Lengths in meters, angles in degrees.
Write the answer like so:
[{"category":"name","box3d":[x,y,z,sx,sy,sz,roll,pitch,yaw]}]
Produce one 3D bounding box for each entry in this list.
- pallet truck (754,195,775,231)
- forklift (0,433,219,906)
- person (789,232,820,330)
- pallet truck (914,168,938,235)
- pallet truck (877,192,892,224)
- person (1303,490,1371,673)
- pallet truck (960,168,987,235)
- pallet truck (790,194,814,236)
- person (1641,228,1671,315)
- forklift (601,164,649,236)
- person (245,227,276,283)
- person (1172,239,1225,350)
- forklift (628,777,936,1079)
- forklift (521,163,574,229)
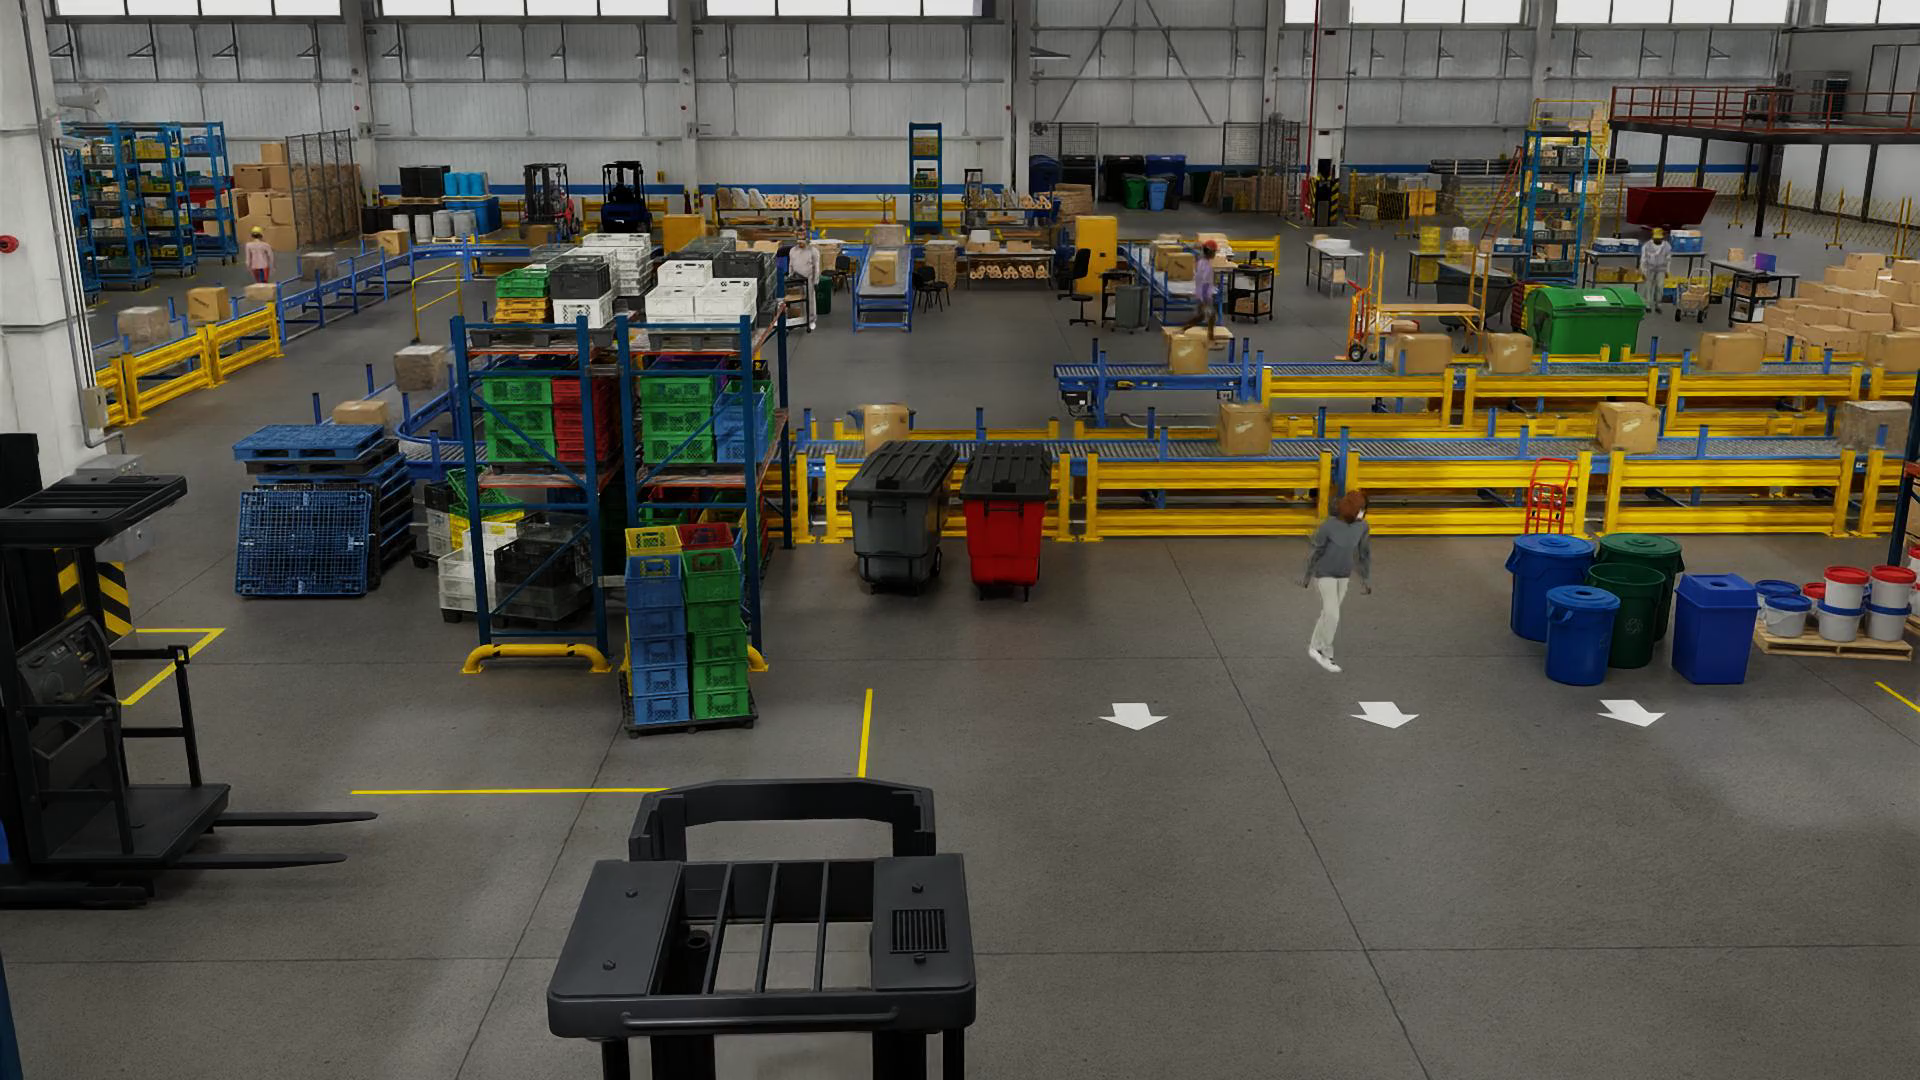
[{"category":"pallet truck","box3d":[-6.051,-9.967,50.660,0.680,1.201,1.601,0,16,-1]},{"category":"forklift","box3d":[-5.952,0.780,10.366,1.873,2.768,1.129,0,16,-1]},{"category":"person","box3d":[-3.035,-5.036,32.340,0.646,1.900,0.397,6,17,19]},{"category":"pallet truck","box3d":[-0.989,-10.316,50.507,0.823,1.965,1.885,1,16,3]},{"category":"pallet truck","box3d":[-2.277,-9.986,50.594,0.653,1.274,1.630,0,16,-1]},{"category":"person","box3d":[3.222,0.328,14.206,0.520,1.587,0.601,-7,18,-24]},{"category":"pallet truck","box3d":[0.383,-10.230,50.206,0.823,1.965,1.885,-1,16,-3]},{"category":"pallet truck","box3d":[-4.814,-9.883,50.259,0.704,1.261,1.522,-1,16,-3]},{"category":"person","box3d":[14.310,-5.531,34.247,0.585,1.786,0.710,5,17,15]},{"category":"forklift","box3d":[-9.948,-10.127,49.296,1.157,1.987,2.680,-1,16,-3]},{"category":"person","box3d":[-14.756,-5.735,35.086,0.537,1.725,0.920,-1,16,-3]},{"category":"person","box3d":[4.333,-4.422,30.016,0.866,2.006,0.615,-1,16,-3]},{"category":"forklift","box3d":[-0.542,2.165,5.552,1.129,2.768,1.873,-1,16,-2]},{"category":"forklift","box3d":[-12.233,-10.122,49.298,1.157,1.987,2.680,0,16,-1]}]
